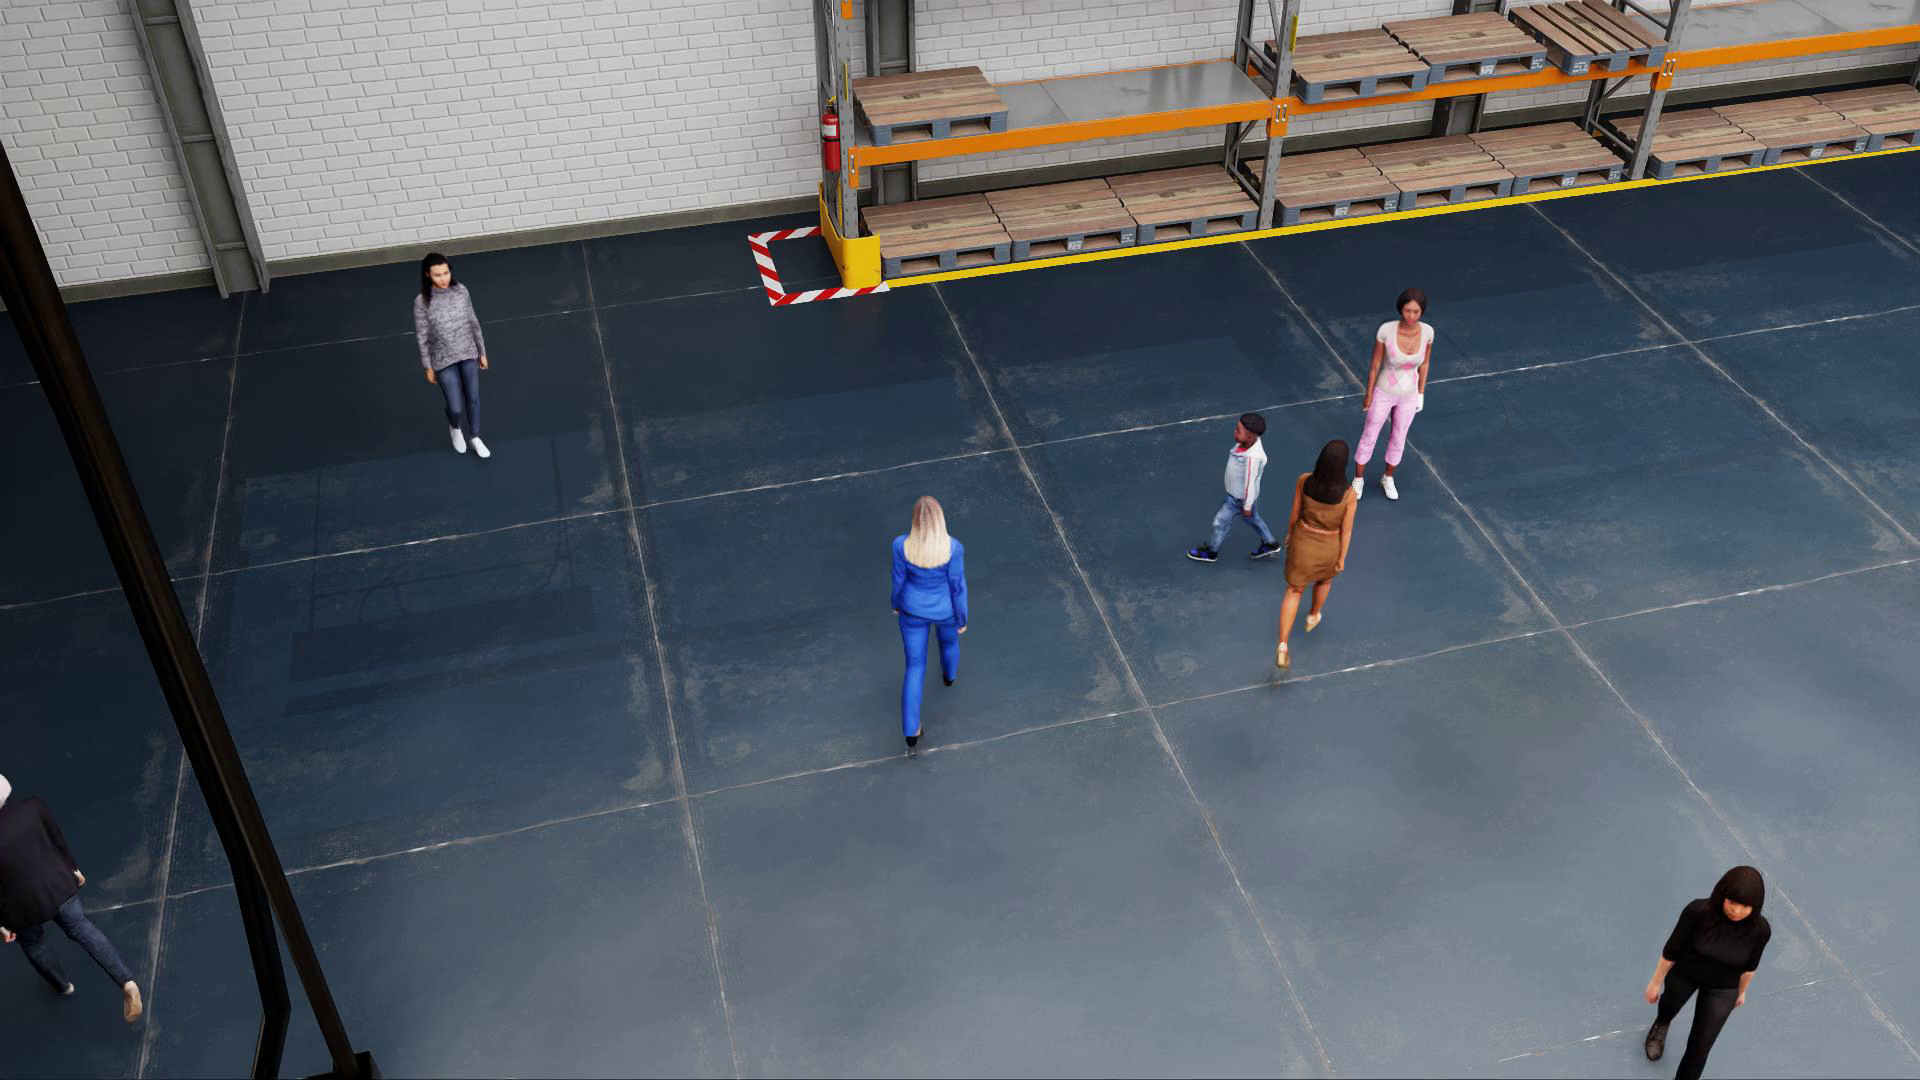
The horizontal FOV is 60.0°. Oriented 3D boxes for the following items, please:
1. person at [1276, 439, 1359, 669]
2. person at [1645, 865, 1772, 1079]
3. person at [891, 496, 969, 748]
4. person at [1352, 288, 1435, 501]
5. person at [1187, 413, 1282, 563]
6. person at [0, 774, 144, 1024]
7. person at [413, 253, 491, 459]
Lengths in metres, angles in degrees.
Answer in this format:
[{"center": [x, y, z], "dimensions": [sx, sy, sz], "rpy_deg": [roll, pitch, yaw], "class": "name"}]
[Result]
[{"center": [2.247, 0.112, 10.648], "dimensions": [1.028, 1.655, 1.032], "rpy_deg": [16, 41, 19], "class": "person"}, {"center": [3.654, 2.103, 8.195], "dimensions": [1.042, 1.604, 1.068], "rpy_deg": [16, 41, 19], "class": "person"}, {"center": [-0.210, 0.522, 10.132], "dimensions": [1.167, 1.658, 0.998], "rpy_deg": [5, 39, 6], "class": "person"}, {"center": [3.144, -1.049, 12.032], "dimensions": [0.535, 1.741, 0.697], "rpy_deg": [0, 39, 0], "class": "person"}, {"center": [2.022, -0.345, 11.550], "dimensions": [0.939, 1.243, 0.687], "rpy_deg": [4, 39, 4], "class": "person"}, {"center": [-4.672, 1.885, 8.492], "dimensions": [1.093, 1.777, 1.149], "rpy_deg": [22, 44, 25], "class": "person"}, {"center": [-3.838, -1.411, 12.498], "dimensions": [0.693, 1.725, 0.798], "rpy_deg": [-27, 46, -29], "class": "person"}]
